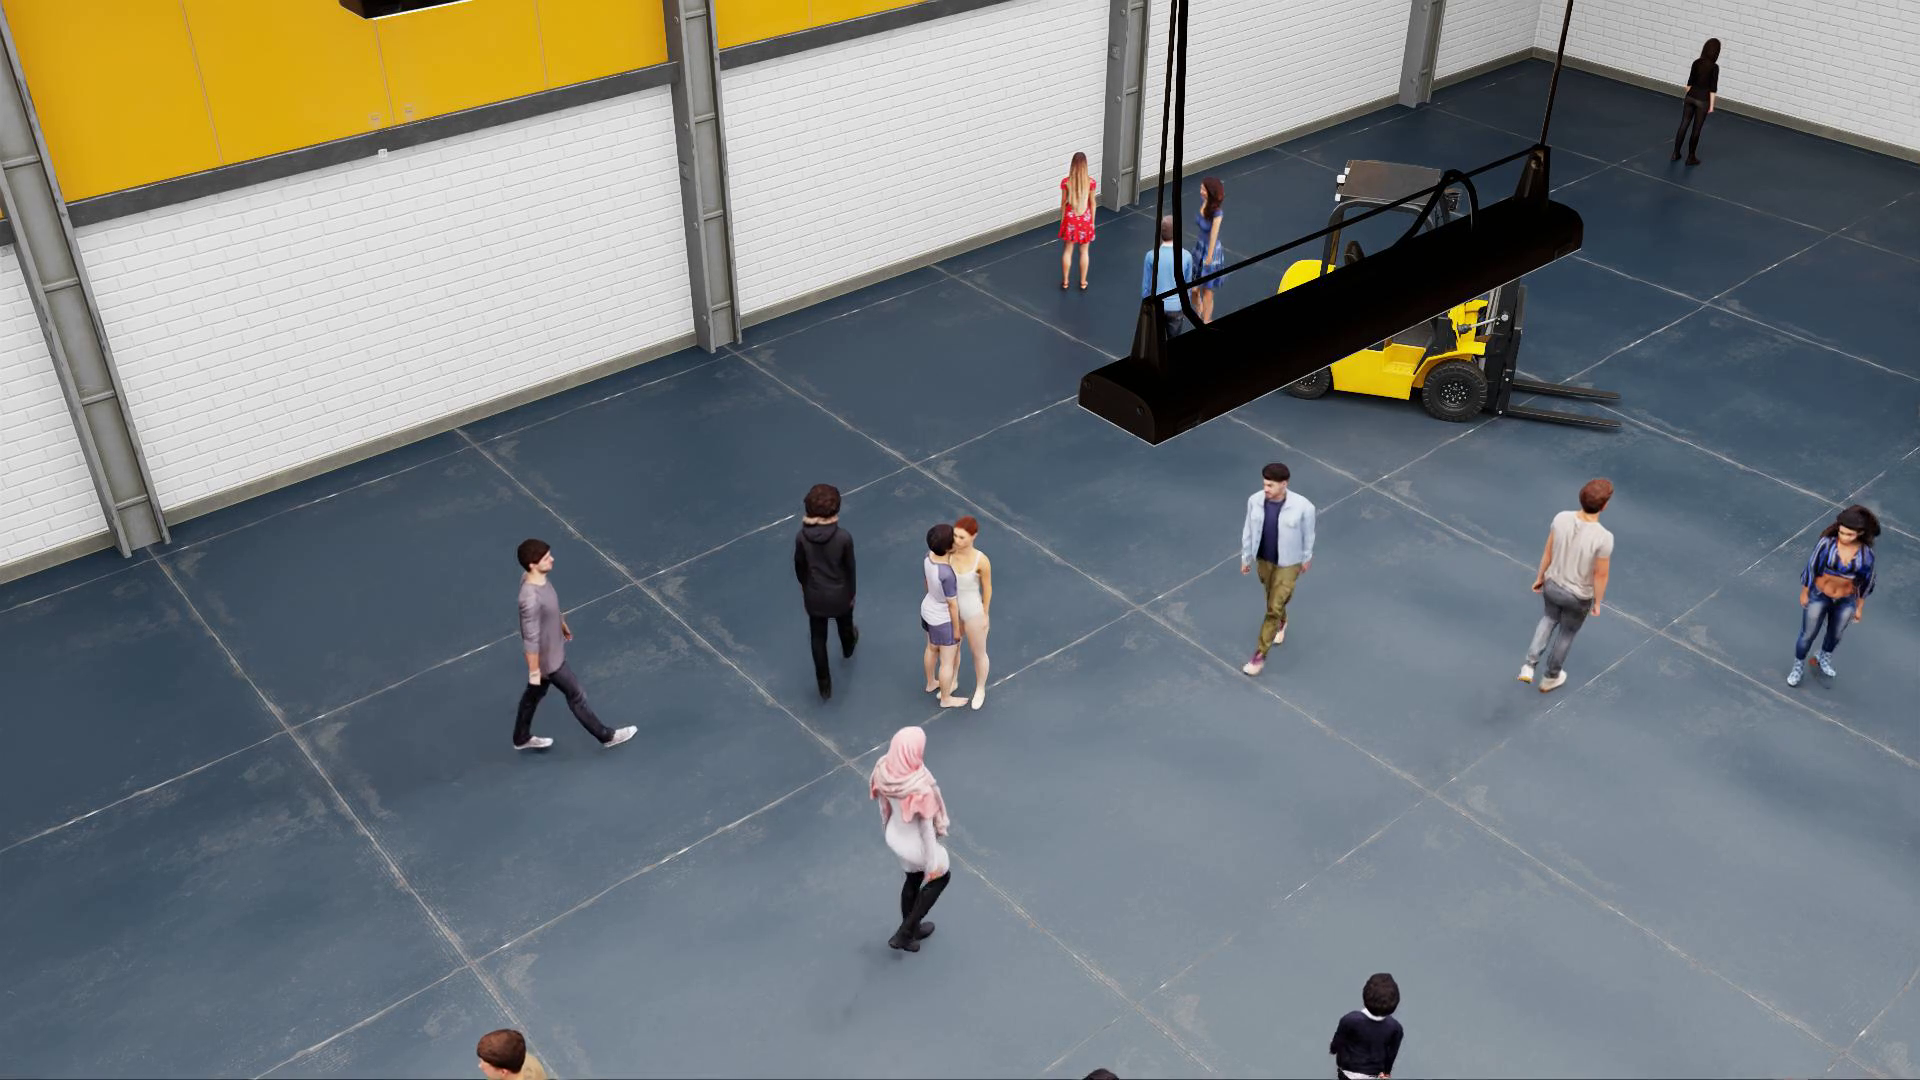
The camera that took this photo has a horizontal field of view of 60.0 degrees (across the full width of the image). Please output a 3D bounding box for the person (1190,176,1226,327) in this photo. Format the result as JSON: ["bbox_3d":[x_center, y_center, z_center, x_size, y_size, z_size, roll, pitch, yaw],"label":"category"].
[{"bbox_3d":[2.664,-2.959,17.463,0.802,1.798,0.779,-10,35,-14],"label":"person"}]

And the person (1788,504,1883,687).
[{"bbox_3d":[6.595,0.430,12.528,0.761,1.617,0.798,8,34,12],"label":"person"}]

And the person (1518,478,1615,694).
[{"bbox_3d":[4.470,0.394,12.341,0.783,1.883,0.691,-28,42,-35],"label":"person"}]

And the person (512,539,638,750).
[{"bbox_3d":[-3.025,0.803,11.794,1.253,1.807,1.052,-6,34,-9],"label":"person"}]

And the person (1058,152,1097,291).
[{"bbox_3d":[1.310,-3.551,18.540,0.666,1.591,0.712,7,34,10],"label":"person"}]

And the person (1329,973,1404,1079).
[{"bbox_3d":[2.228,2.907,9.177,0.833,1.201,0.863,1,34,1],"label":"person"}]

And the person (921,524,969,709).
[{"bbox_3d":[-0.132,0.543,12.403,0.579,1.566,0.609,-16,37,-23],"label":"person"}]

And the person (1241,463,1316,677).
[{"bbox_3d":[2.505,0.134,12.845,0.874,1.758,1.183,18,38,25],"label":"person"}]

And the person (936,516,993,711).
[{"bbox_3d":[0.045,0.526,12.359,0.609,1.643,0.597,15,36,21],"label":"person"}]

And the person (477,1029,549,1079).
[{"bbox_3d":[-2.025,3.096,8.332,1.186,1.821,0.997,-8,34,-11],"label":"person"}]

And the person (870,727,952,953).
[{"bbox_3d":[-0.349,1.910,10.149,0.689,1.786,0.688,-28,43,-35],"label":"person"}]

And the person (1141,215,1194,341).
[{"bbox_3d":[2.040,-2.342,16.521,0.715,1.813,0.798,-1,34,-1],"label":"person"}]

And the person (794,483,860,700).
[{"bbox_3d":[-0.997,0.426,12.420,1.023,1.742,1.070,2,34,3],"label":"person"}]

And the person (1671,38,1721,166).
[{"bbox_3d":[9.678,-5.758,21.814,0.506,1.641,0.574,-22,39,-29],"label":"person"}]
